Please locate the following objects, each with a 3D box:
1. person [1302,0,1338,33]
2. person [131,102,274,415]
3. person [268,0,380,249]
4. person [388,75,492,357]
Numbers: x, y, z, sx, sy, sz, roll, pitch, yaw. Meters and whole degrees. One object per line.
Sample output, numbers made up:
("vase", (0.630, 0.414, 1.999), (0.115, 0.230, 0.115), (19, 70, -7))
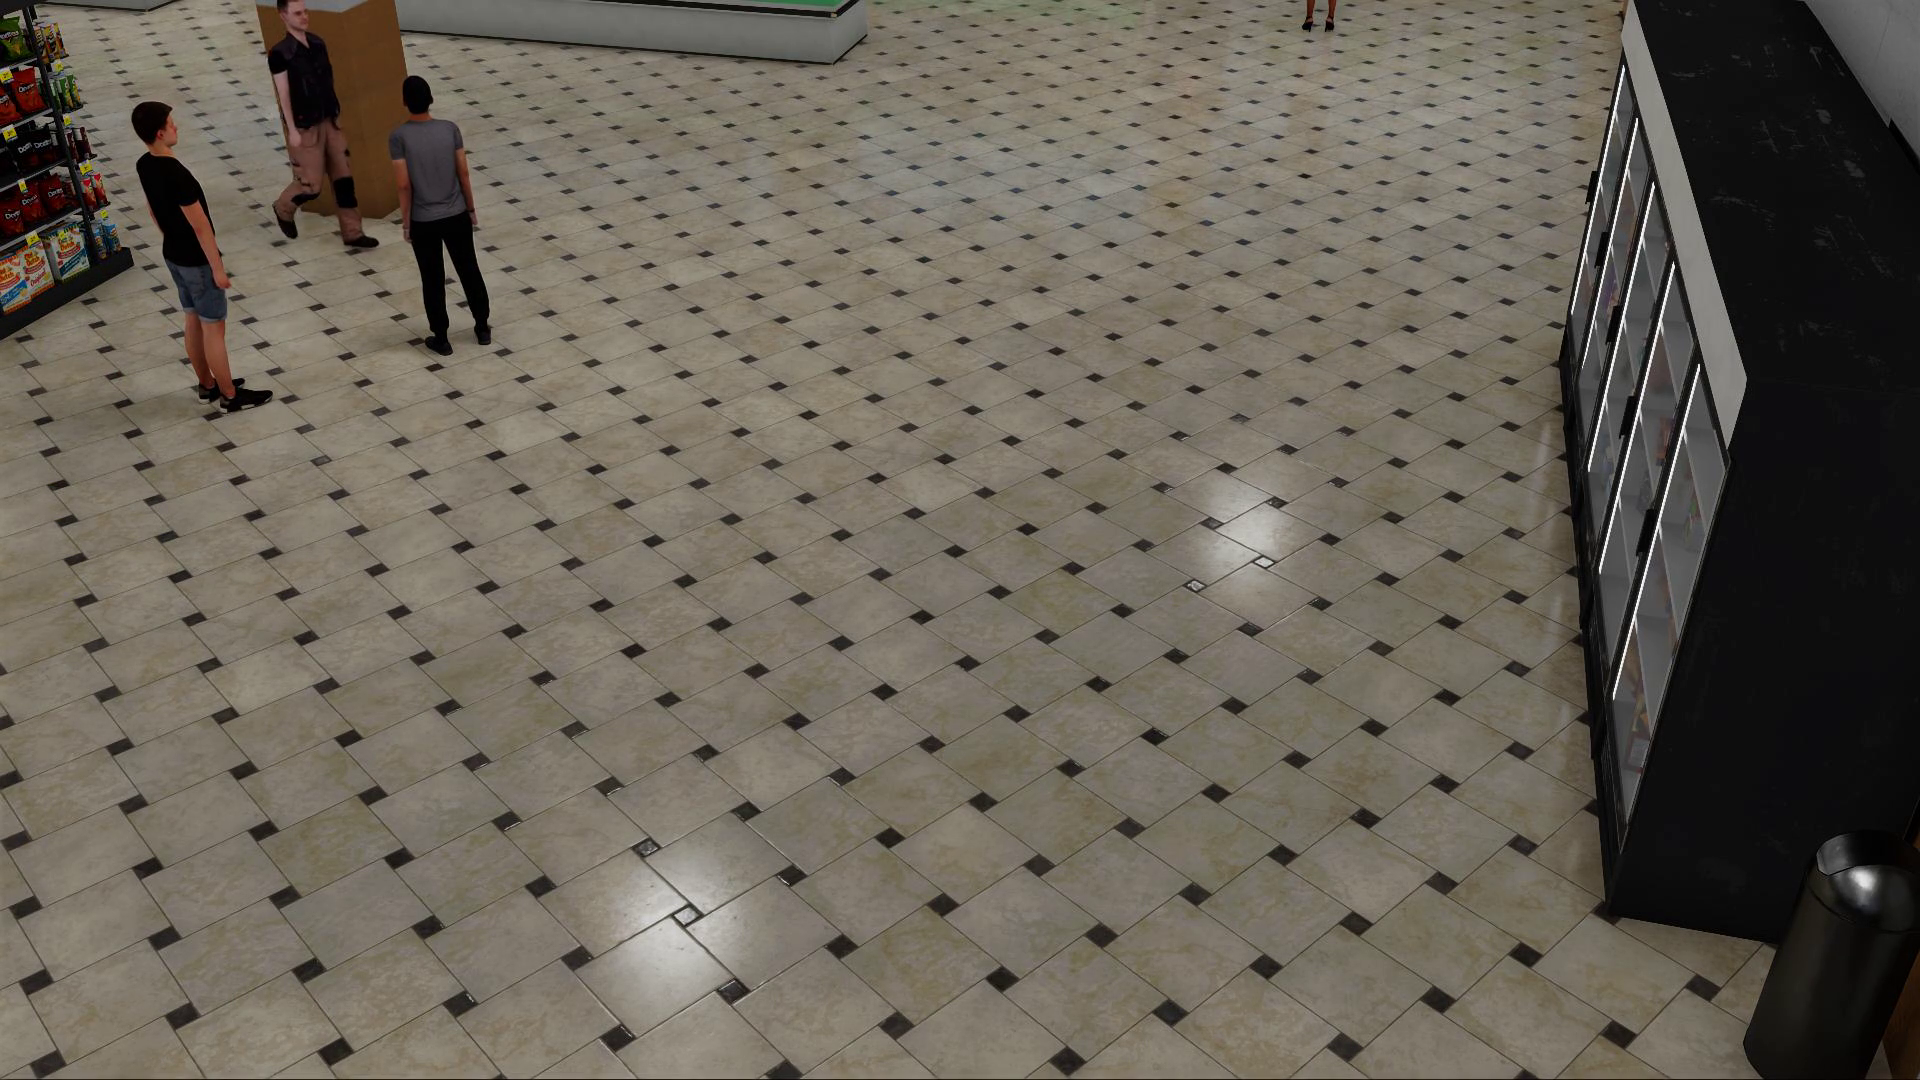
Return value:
("person", (3.703, -6.054, 16.803), (0.492, 1.781, 0.670), (4, 32, 6))
("person", (-4.459, -1.628, 9.628), (0.644, 1.846, 0.793), (23, 39, 32))
("person", (-4.640, -2.938, 11.758), (1.053, 1.820, 0.809), (14, 35, 21))
("person", (-3.245, -2.016, 10.338), (0.702, 1.755, 0.745), (-20, 37, -29))
